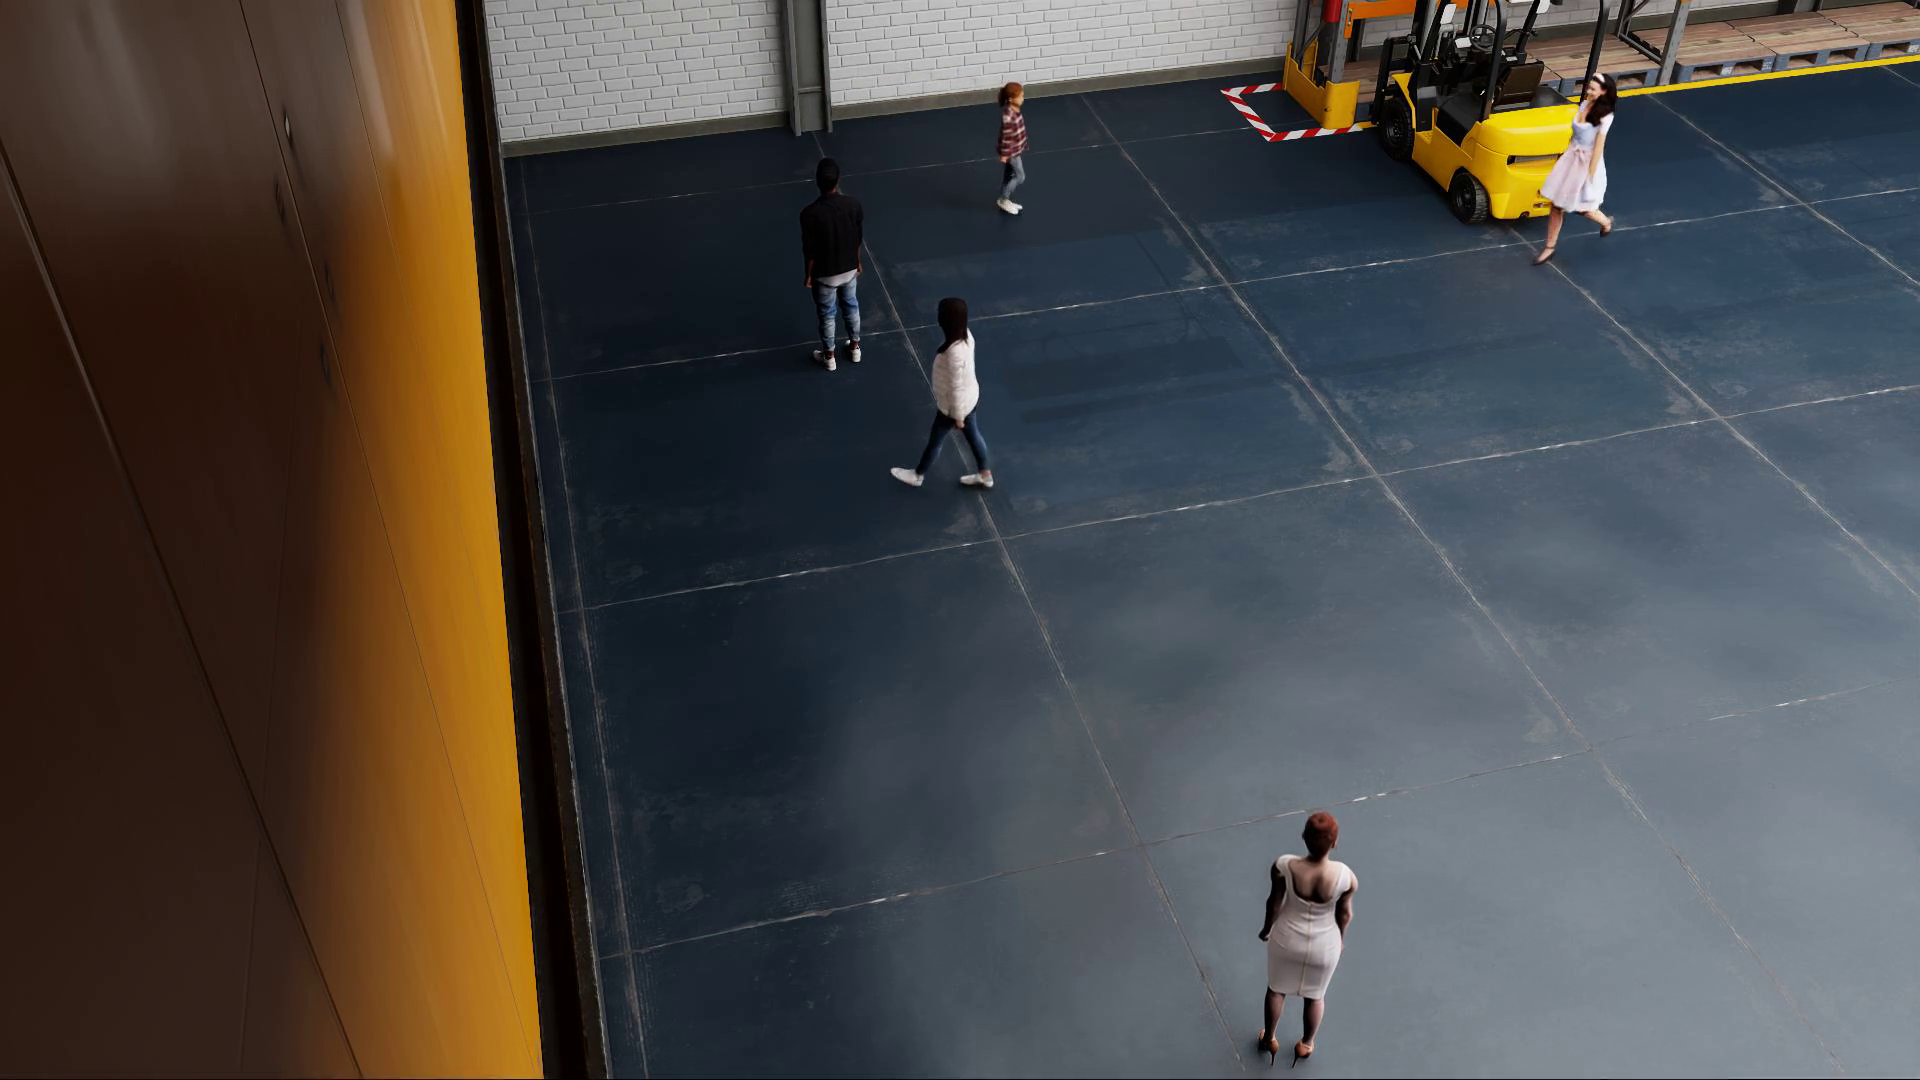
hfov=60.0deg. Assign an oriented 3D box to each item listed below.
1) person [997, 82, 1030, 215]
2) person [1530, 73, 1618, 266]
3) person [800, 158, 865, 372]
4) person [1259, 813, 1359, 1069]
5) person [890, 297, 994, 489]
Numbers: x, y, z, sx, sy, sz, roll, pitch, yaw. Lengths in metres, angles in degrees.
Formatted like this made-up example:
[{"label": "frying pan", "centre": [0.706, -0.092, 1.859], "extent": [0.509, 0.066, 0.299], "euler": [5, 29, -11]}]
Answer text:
[{"label": "person", "centre": [0.417, -3.701, 15.668], "extent": [0.615, 1.293, 0.598], "euler": [7, 39, 9]}, {"label": "person", "centre": [5.551, -3.254, 14.705], "extent": [1.025, 1.797, 0.686], "euler": [-11, 40, -14]}, {"label": "person", "centre": [-1.014, -2.212, 13.387], "extent": [0.620, 1.813, 0.802], "euler": [-19, 42, -22]}, {"label": "person", "centre": [1.676, 1.976, 8.152], "extent": [0.588, 1.800, 0.698], "euler": [10, 40, 13]}, {"label": "person", "centre": [0.056, -1.017, 12.058], "extent": [1.093, 1.603, 0.910], "euler": [6, 39, 8]}]
